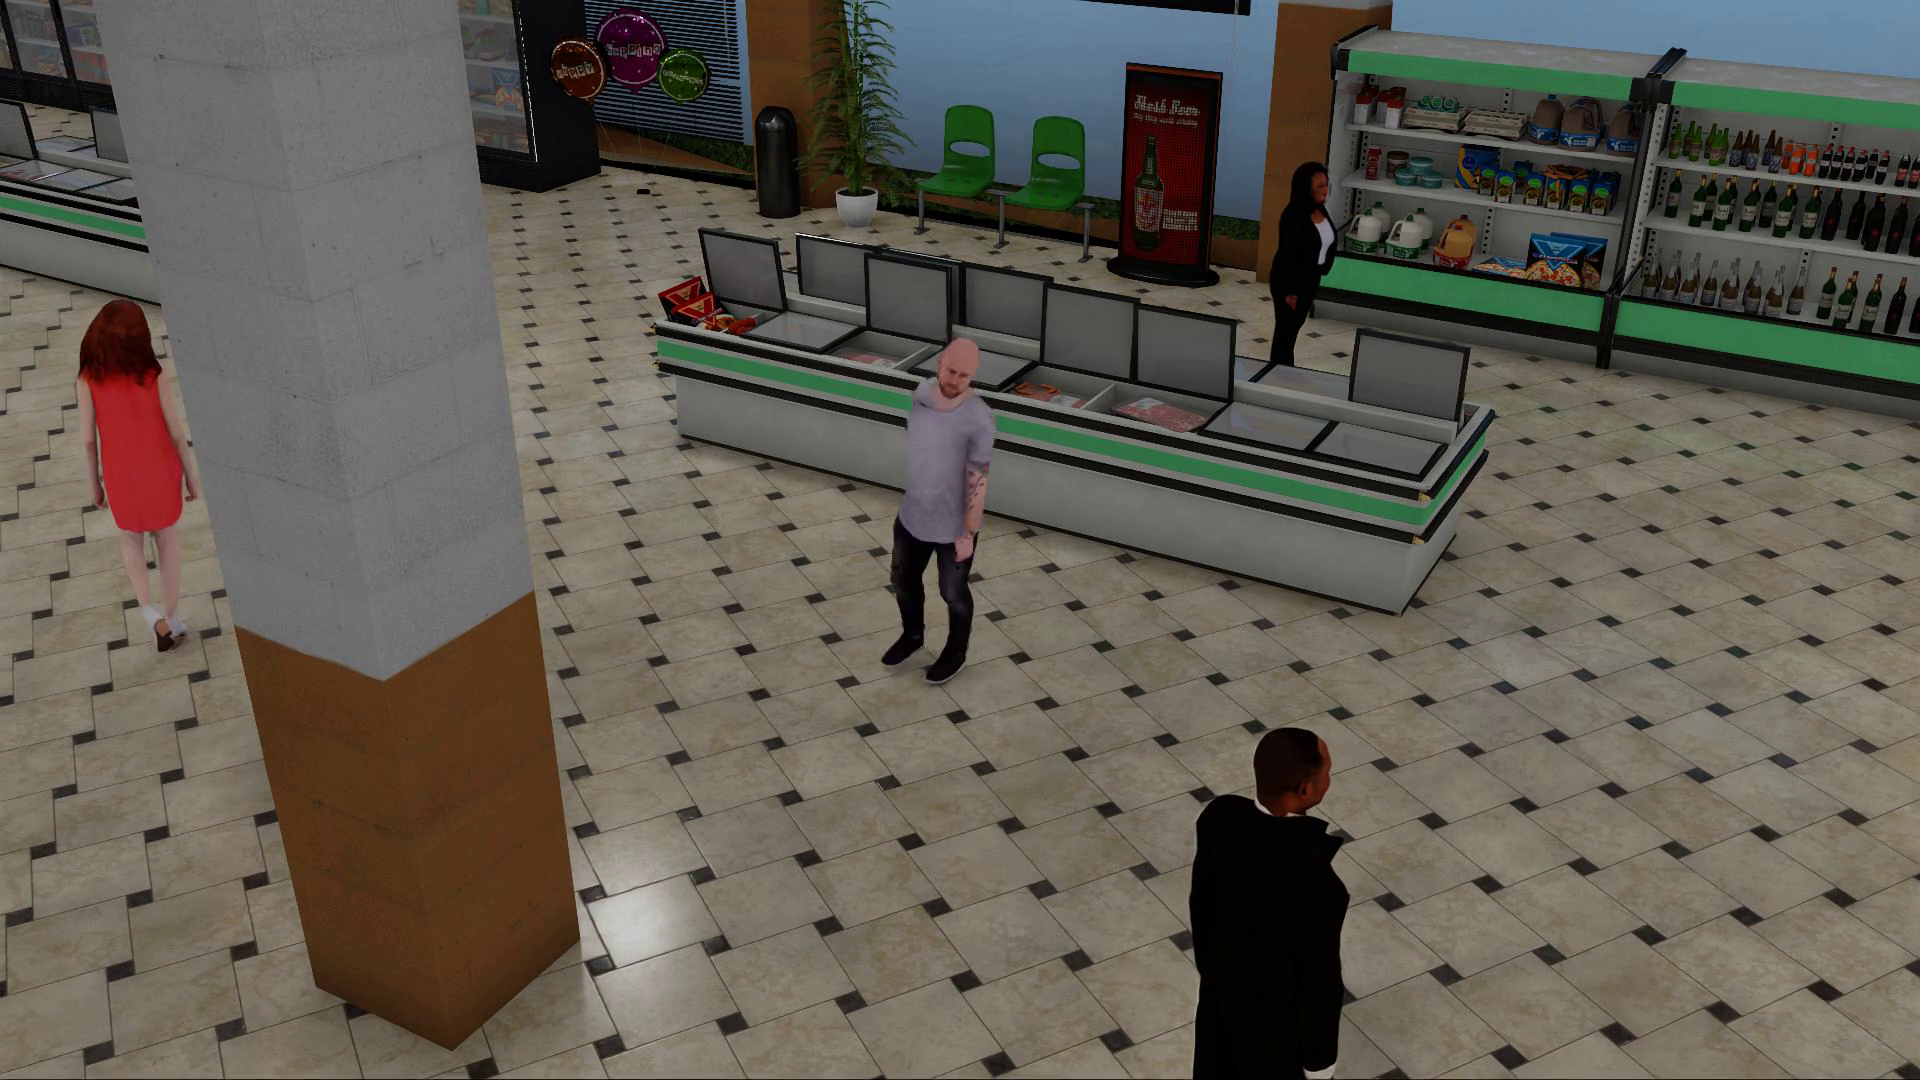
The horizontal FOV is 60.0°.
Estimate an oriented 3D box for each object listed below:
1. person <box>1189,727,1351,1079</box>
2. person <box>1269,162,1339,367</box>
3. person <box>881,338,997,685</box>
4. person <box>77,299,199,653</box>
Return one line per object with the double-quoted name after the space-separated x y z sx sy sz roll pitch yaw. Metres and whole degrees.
0.868 1.350 4.793 0.857 1.904 0.720 -16 31 -29 "person"
2.263 -1.746 11.217 0.604 1.616 0.632 14 30 26 "person"
-0.069 -0.124 7.816 0.866 1.799 0.629 -17 31 -29 "person"
-3.923 -0.229 8.022 0.870 1.801 0.947 -11 29 -20 "person"
